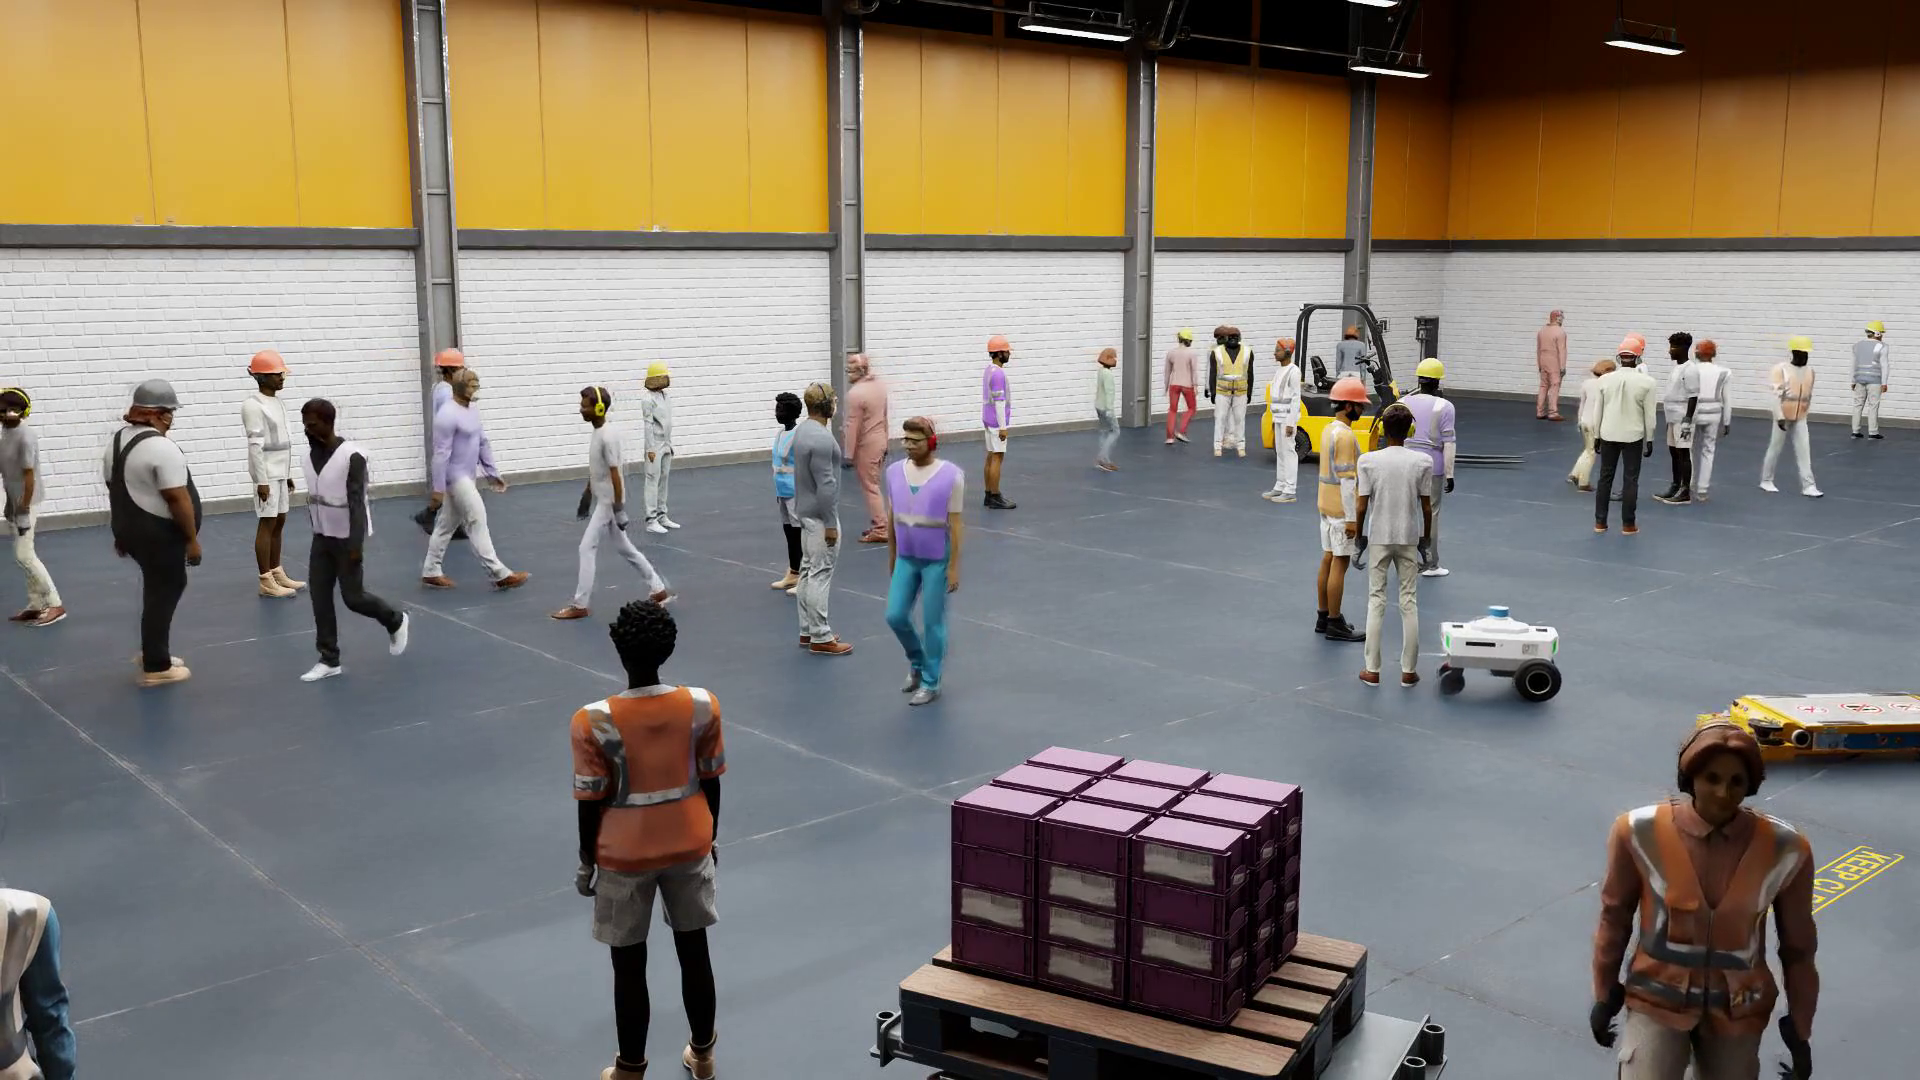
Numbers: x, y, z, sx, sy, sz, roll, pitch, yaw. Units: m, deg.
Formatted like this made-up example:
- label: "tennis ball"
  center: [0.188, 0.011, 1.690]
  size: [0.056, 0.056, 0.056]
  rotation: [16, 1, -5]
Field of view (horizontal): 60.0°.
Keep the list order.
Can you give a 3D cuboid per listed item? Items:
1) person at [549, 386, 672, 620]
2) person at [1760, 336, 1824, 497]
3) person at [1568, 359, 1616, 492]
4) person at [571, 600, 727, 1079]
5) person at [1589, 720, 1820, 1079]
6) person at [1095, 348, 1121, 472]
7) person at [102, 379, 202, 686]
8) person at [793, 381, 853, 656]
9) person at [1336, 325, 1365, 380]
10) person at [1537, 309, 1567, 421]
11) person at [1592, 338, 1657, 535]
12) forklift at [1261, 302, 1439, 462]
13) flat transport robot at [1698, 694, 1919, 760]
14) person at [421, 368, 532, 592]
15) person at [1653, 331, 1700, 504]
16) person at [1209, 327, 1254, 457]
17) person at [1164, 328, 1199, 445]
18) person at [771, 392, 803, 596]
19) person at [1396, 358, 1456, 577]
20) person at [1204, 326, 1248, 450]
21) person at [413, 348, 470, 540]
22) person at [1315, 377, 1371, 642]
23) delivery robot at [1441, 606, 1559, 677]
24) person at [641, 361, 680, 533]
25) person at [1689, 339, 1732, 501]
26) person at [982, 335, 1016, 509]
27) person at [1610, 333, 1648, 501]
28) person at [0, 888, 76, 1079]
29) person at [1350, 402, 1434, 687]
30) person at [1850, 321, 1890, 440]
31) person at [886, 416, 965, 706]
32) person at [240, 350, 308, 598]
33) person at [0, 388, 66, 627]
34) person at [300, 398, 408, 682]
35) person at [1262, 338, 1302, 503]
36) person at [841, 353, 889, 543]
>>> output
- label: "person"
  center: [-2.723, -0.300, 12.992]
  size: [0.951, 1.830, 0.519]
  rotation: [-3, 10, -15]
- label: "person"
  center: [9.844, -1.465, 19.626]
  size: [0.593, 1.886, 0.859]
  rotation: [-2, 10, -9]
- label: "person"
  center: [7.573, -1.354, 19.797]
  size: [0.353, 1.609, 0.531]
  rotation: [-3, 10, -15]
- label: "person"
  center: [-1.026, 1.036, 5.524]
  size: [0.532, 1.697, 0.319]
  rotation: [-6, 11, -30]
- label: "person"
  center: [1.939, 1.273, 4.341]
  size: [0.538, 1.618, 0.543]
  rotation: [3, 10, 15]
- label: "person"
  center: [1.932, -1.706, 21.779]
  size: [0.326, 1.628, 0.523]
  rotation: [-2, 10, -10]
- label: "person"
  center: [-5.269, -0.064, 10.960]
  size: [0.710, 2.000, 0.540]
  rotation: [7, 12, 37]
- label: "person"
  center: [-0.989, -0.154, 11.782]
  size: [0.360, 1.939, 0.635]
  rotation: [-3, 10, -19]
- label: "person"
  center: [6.702, -2.867, 28.563]
  size: [0.499, 1.633, 0.285]
  rotation: [3, 10, 19]
- label: "person"
  center: [10.185, -2.998, 28.533]
  size: [0.403, 1.906, 0.651]
  rotation: [-3, 10, -19]
- label: "person"
  center: [6.747, -1.049, 16.896]
  size: [0.617, 1.985, 0.410]
  rotation: [7, 12, 37]
- label: "forklift"
  center: [5.320, -2.157, 22.763]
  size: [2.313, 2.155, 1.214]
  rotation: [3, 10, 16]
- label: "flat transport robot"
  center: [5.094, 1.060, 9.550]
  size: [1.431, 0.197, 0.652]
  rotation: [-1, 10, -4]
- label: "person"
  center: [-4.119, -0.496, 13.943]
  size: [0.997, 1.884, 0.618]
  rotation: [0, 10, 2]
- label: "person"
  center: [8.186, -1.387, 18.923]
  size: [0.364, 1.962, 0.611]
  rotation: [1, 10, 6]
- label: "person"
  center: [3.805, -2.070, 23.333]
  size: [0.621, 1.835, 0.430]
  rotation: [1, 10, 3]
- label: "person"
  center: [3.309, -2.288, 24.836]
  size: [0.615, 1.745, 0.402]
  rotation: [6, 12, 33]
- label: "person"
  center: [-1.398, -0.386, 13.847]
  size: [0.318, 1.695, 0.539]
  rotation: [-5, 11, -28]
- label: "person"
  center: [4.083, -0.636, 14.636]
  size: [0.594, 1.925, 0.369]
  rotation: [9, 13, 42]
- label: "person"
  center: [3.948, -2.250, 24.497]
  size: [0.688, 1.798, 0.752]
  rotation: [6, 11, 29]
- label: "person"
  center: [-5.055, -0.925, 16.355]
  size: [0.539, 1.921, 0.551]
  rotation: [-3, 10, -19]
- label: "person"
  center: [2.816, -0.229, 12.226]
  size: [0.355, 1.938, 0.544]
  rotation: [-1, 10, -3]
- label: "delivery robot"
  center: [3.472, 0.670, 10.729]
  size: [0.707, 0.478, 0.477]
  rotation: [2, 10, 13]
- label: "person"
  center: [-3.073, -0.955, 17.039]
  size: [0.286, 1.746, 0.487]
  rotation: [3, 10, 15]
- label: "person"
  center: [8.558, -1.376, 19.156]
  size: [0.630, 1.865, 0.426]
  rotation: [3, 10, 18]
- label: "person"
  center: [0.431, -1.317, 18.590]
  size: [0.353, 1.940, 0.546]
  rotation: [-2, 10, -12]
- label: "person"
  center: [7.688, -1.409, 19.128]
  size: [0.352, 1.940, 0.551]
  rotation: [6, 11, 32]
- label: "person"
  center: [-2.282, 1.365, 3.773]
  size: [0.522, 1.636, 0.310]
  rotation: [-7, 12, -36]
- label: "person"
  center: [2.828, 0.031, 10.897]
  size: [0.521, 1.873, 0.328]
  rotation: [2, 10, 9]
- label: "person"
  center: [13.973, -2.446, 25.533]
  size: [0.404, 1.826, 0.587]
  rotation: [-5, 11, -28]
- label: "person"
  center: [-0.228, 0.130, 10.451]
  size: [0.562, 1.831, 0.441]
  rotation: [5, 11, 29]
- label: "person"
  center: [-5.678, -0.547, 13.778]
  size: [0.377, 2.045, 0.605]
  rotation: [0, 10, -3]
- label: "person"
  center: [-7.136, -0.256, 12.731]
  size: [0.365, 1.836, 0.601]
  rotation: [-8, 12, -39]
- label: "person"
  center: [-4.137, -0.029, 11.192]
  size: [0.588, 1.889, 0.720]
  rotation: [5, 11, 27]
- label: "person"
  center: [3.718, -1.371, 19.072]
  size: [0.354, 1.883, 0.572]
  rotation: [-1, 10, -8]
- label: "person"
  center: [-0.921, -0.888, 16.284]
  size: [0.463, 1.878, 0.687]
  rotation: [4, 10, 20]
